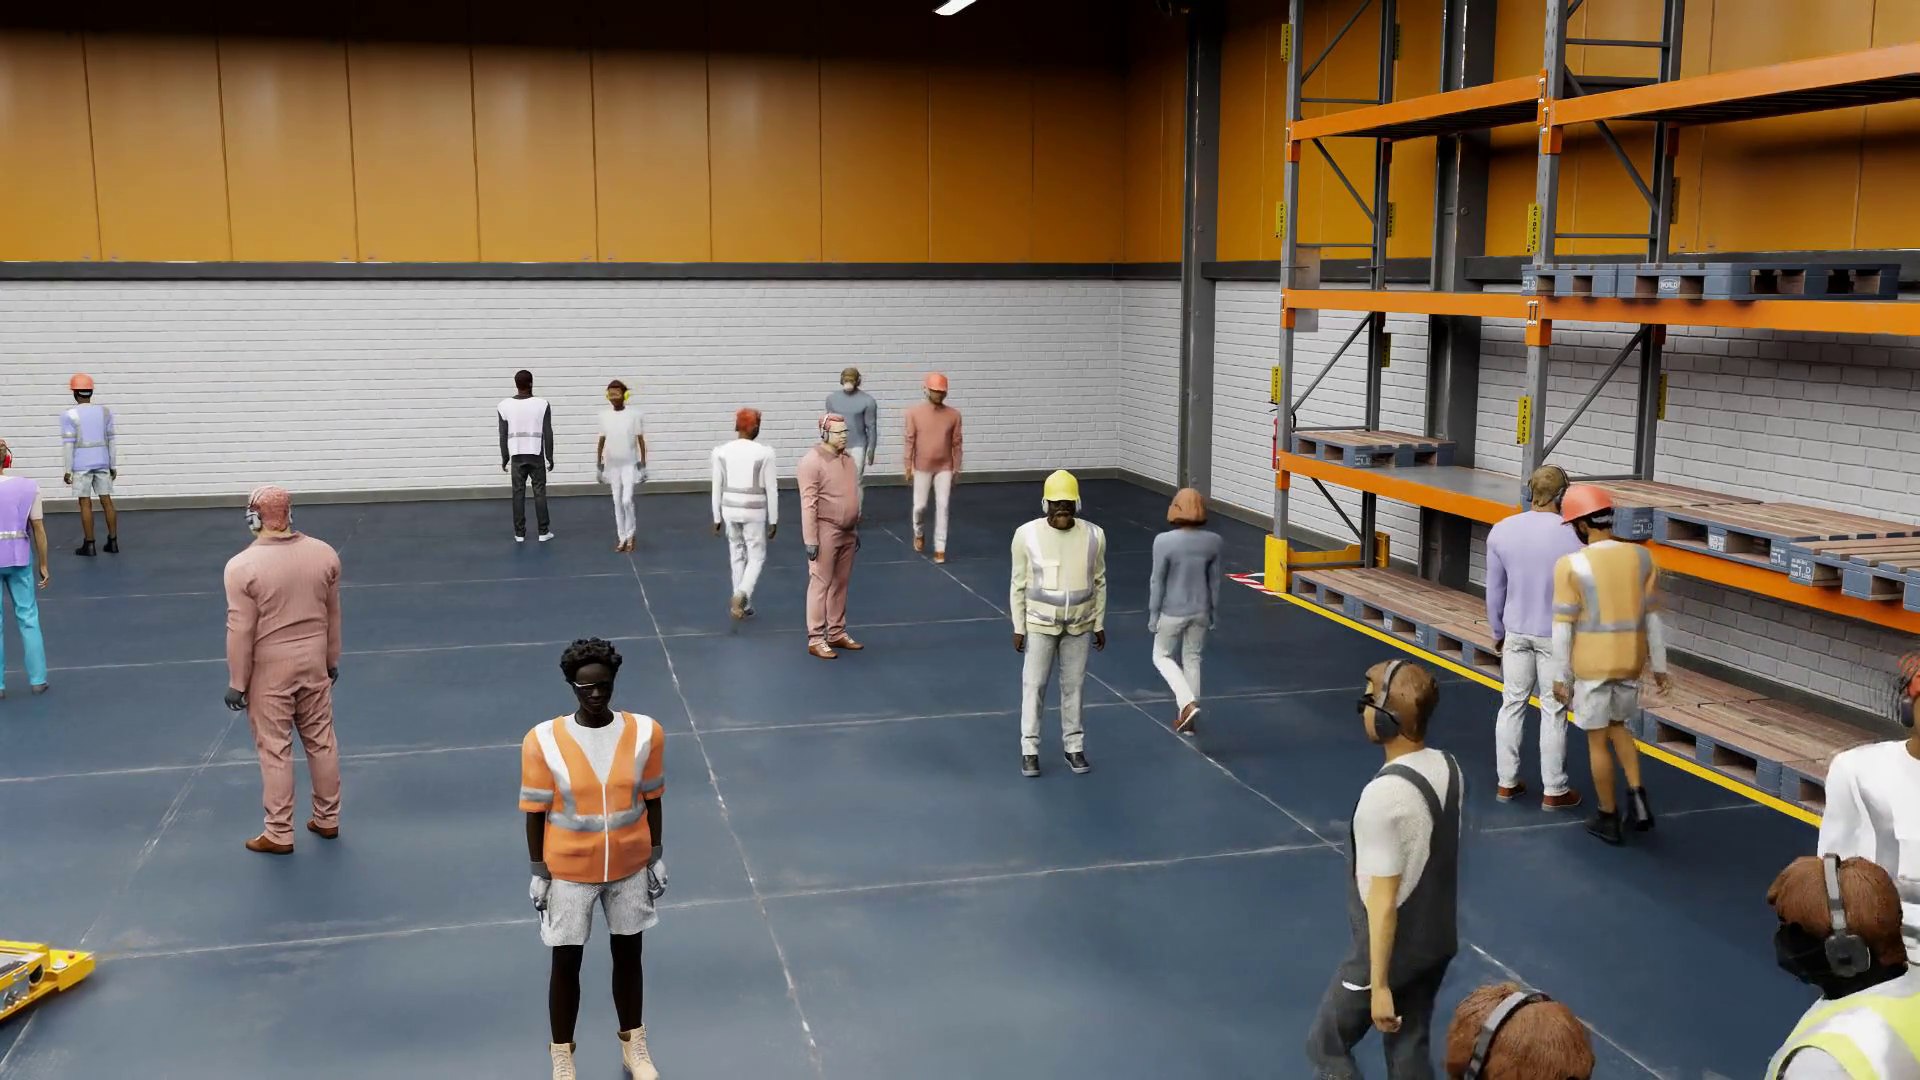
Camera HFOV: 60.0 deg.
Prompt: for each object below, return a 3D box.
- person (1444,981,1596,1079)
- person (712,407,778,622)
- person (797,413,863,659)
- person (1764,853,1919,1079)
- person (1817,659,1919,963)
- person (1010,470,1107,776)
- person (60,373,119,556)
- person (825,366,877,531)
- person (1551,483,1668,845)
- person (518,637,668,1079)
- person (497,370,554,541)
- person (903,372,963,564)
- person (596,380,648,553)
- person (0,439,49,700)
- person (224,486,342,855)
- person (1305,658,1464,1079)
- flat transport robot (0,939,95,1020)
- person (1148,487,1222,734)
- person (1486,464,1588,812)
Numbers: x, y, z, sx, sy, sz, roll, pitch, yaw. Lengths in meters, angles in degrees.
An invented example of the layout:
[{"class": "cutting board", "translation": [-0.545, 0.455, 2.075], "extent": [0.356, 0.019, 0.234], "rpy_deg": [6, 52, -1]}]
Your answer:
[{"class": "person", "translation": [0.918, 1.624, 2.877], "extent": [0.480, 1.821, 0.640], "rpy_deg": [9, 13, 43]}, {"class": "person", "translation": [-1.844, -0.193, 14.099], "extent": [0.597, 1.868, 0.696], "rpy_deg": [2, 9, 12]}, {"class": "person", "translation": [-0.980, -0.042, 13.000], "extent": [0.404, 1.906, 0.652], "rpy_deg": [5, 11, 31]}, {"class": "person", "translation": [1.744, 1.530, 3.505], "extent": [0.738, 1.807, 0.624], "rpy_deg": [7, 12, 38]}, {"class": "person", "translation": [2.912, 1.266, 4.994], "extent": [0.578, 1.862, 0.675], "rpy_deg": [1, 9, 7]}, {"class": "person", "translation": [0.594, 0.490, 9.905], "extent": [0.591, 1.834, 0.404], "rpy_deg": [-2, 9, -10]}, {"class": "person", "translation": [-9.237, -0.799, 17.632], "extent": [0.373, 1.934, 0.551], "rpy_deg": [7, 11, 36]}, {"class": "person", "translation": [-1.262, -1.057, 19.292], "extent": [0.646, 1.920, 0.482], "rpy_deg": [3, 9, 17]}, {"class": "person", "translation": [3.371, 0.651, 8.709], "extent": [0.634, 1.893, 0.469], "rpy_deg": [-1, 9, -9]}, {"class": "person", "translation": [-1.311, 1.182, 6.017], "extent": [0.535, 1.697, 0.318], "rpy_deg": [-4, 10, -26]}, {"class": "person", "translation": [-4.826, -0.932, 18.535], "extent": [0.587, 1.914, 0.391], "rpy_deg": [-1, 9, -6]}, {"class": "person", "translation": [-0.278, -0.763, 17.262], "extent": [0.632, 1.980, 0.636], "rpy_deg": [-1, 9, -9]}, {"class": "person", "translation": [-3.629, -0.775, 17.720], "extent": [0.551, 1.856, 0.494], "rpy_deg": [2, 9, 11]}, {"class": "person", "translation": [-6.714, 0.202, 11.669], "extent": [0.570, 1.843, 0.372], "rpy_deg": [-7, 11, -37]}, {"class": "person", "translation": [-3.506, 0.666, 8.600], "extent": [0.407, 1.903, 0.639], "rpy_deg": [6, 11, 34]}, {"class": "person", "translation": [1.328, 1.256, 5.130], "extent": [0.524, 1.828, 0.413], "rpy_deg": [-8, 12, -40]}, {"class": "flat transport robot", "translation": [-4.116, 1.831, 6.398], "extent": [0.652, 0.197, 1.431], "rpy_deg": [2, 9, 11]}, {"class": "person", "translation": [1.461, 0.473, 10.675], "extent": [0.515, 1.616, 0.419], "rpy_deg": [-3, 10, -20]}, {"class": "person", "translation": [3.236, 0.541, 9.277], "extent": [0.629, 1.936, 0.373], "rpy_deg": [8, 12, 42]}]
